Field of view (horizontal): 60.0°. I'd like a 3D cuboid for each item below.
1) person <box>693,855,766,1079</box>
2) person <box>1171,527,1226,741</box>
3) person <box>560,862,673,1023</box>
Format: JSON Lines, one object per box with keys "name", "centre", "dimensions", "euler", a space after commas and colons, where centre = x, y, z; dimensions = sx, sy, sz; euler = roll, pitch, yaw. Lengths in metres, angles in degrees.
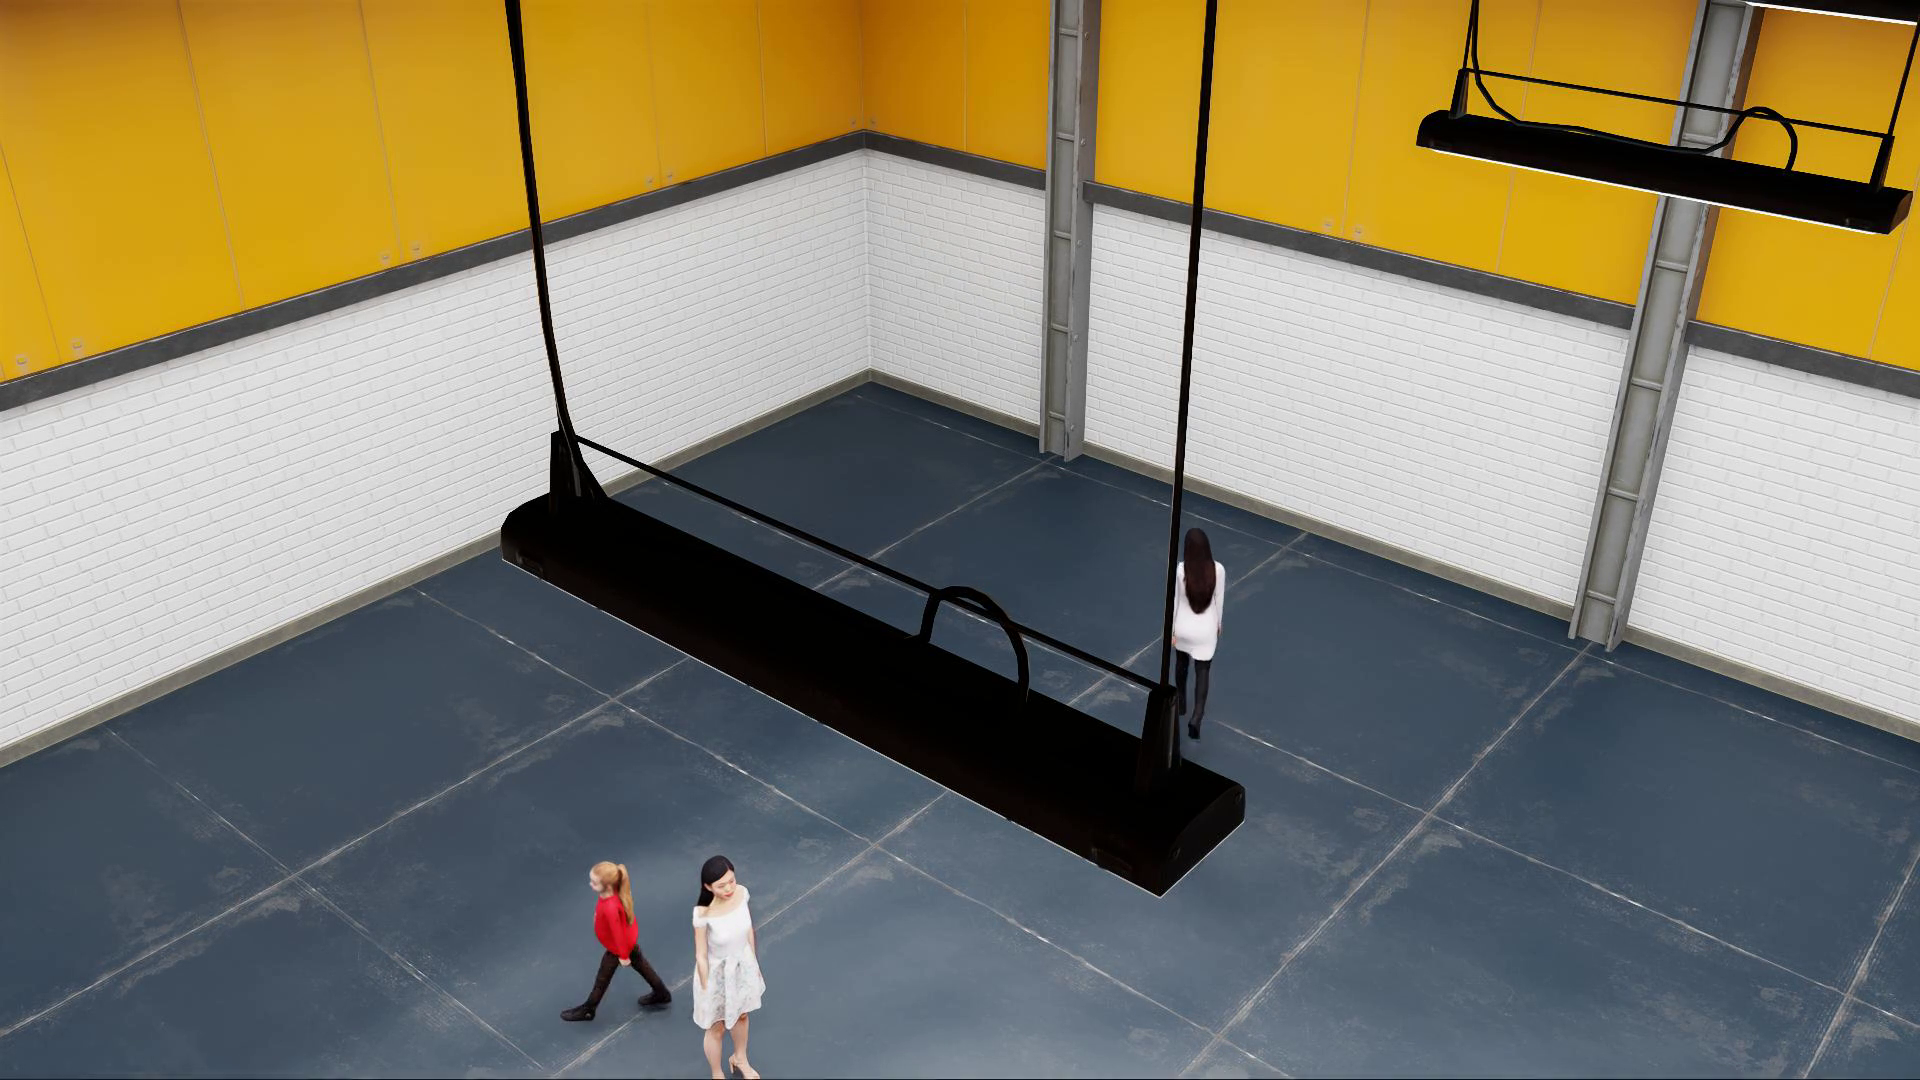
{"name": "person", "centre": [-1.387, 2.609, 9.912], "dimensions": [0.642, 1.775, 0.655], "euler": [25, 37, 38]}
{"name": "person", "centre": [1.875, 0.766, 13.280], "dimensions": [1.073, 1.785, 1.026], "euler": [3, 29, 5]}
{"name": "person", "centre": [-2.108, 2.552, 10.571], "dimensions": [0.934, 1.244, 0.921], "euler": [-4, 29, -7]}
